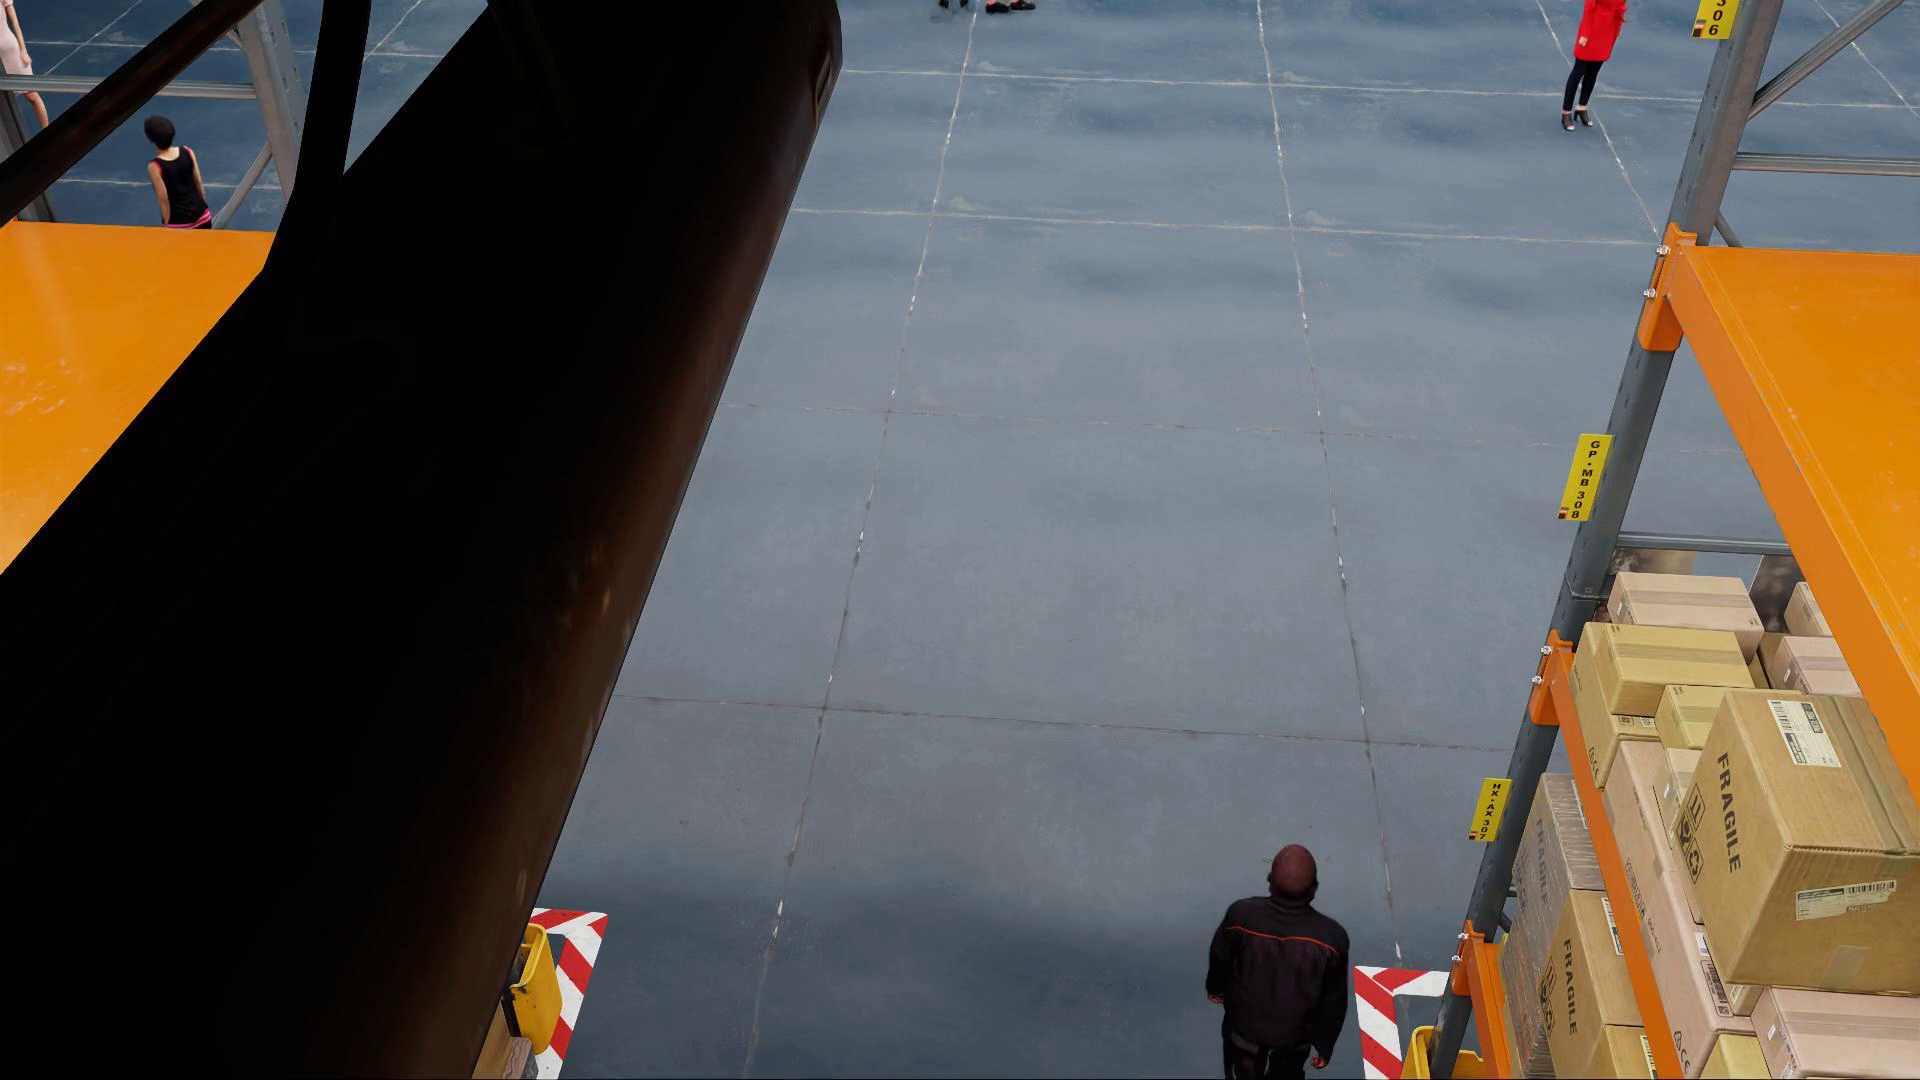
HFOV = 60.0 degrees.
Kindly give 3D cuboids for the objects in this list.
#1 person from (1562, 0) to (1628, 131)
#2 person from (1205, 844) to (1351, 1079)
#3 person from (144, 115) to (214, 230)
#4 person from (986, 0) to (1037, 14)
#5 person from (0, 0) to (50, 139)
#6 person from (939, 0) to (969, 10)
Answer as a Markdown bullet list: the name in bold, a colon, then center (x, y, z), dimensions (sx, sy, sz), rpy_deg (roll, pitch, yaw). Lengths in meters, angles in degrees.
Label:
- **person**: center (5.709, -4.551, 14.896), dimensions (0.723, 1.748, 0.759), rpy_deg (-16, 41, -19)
- **person**: center (1.224, 1.947, 6.544), dimensions (0.831, 1.805, 1.082), rpy_deg (10, 39, 12)
- **person**: center (-5.735, -2.415, 12.325), dimensions (0.671, 1.552, 0.563), rpy_deg (20, 42, 24)
- **person**: center (0.373, -6.262, 17.132), dimensions (0.817, 1.688, 0.791), rpy_deg (-12, 40, -15)
- **person**: center (-8.249, -4.192, 14.370), dimensions (0.610, 1.830, 0.560), rpy_deg (-4, 38, -5)
- **person**: center (-0.079, -6.354, 17.331), dimensions (0.621, 1.587, 0.528), rpy_deg (-2, 38, -3)
